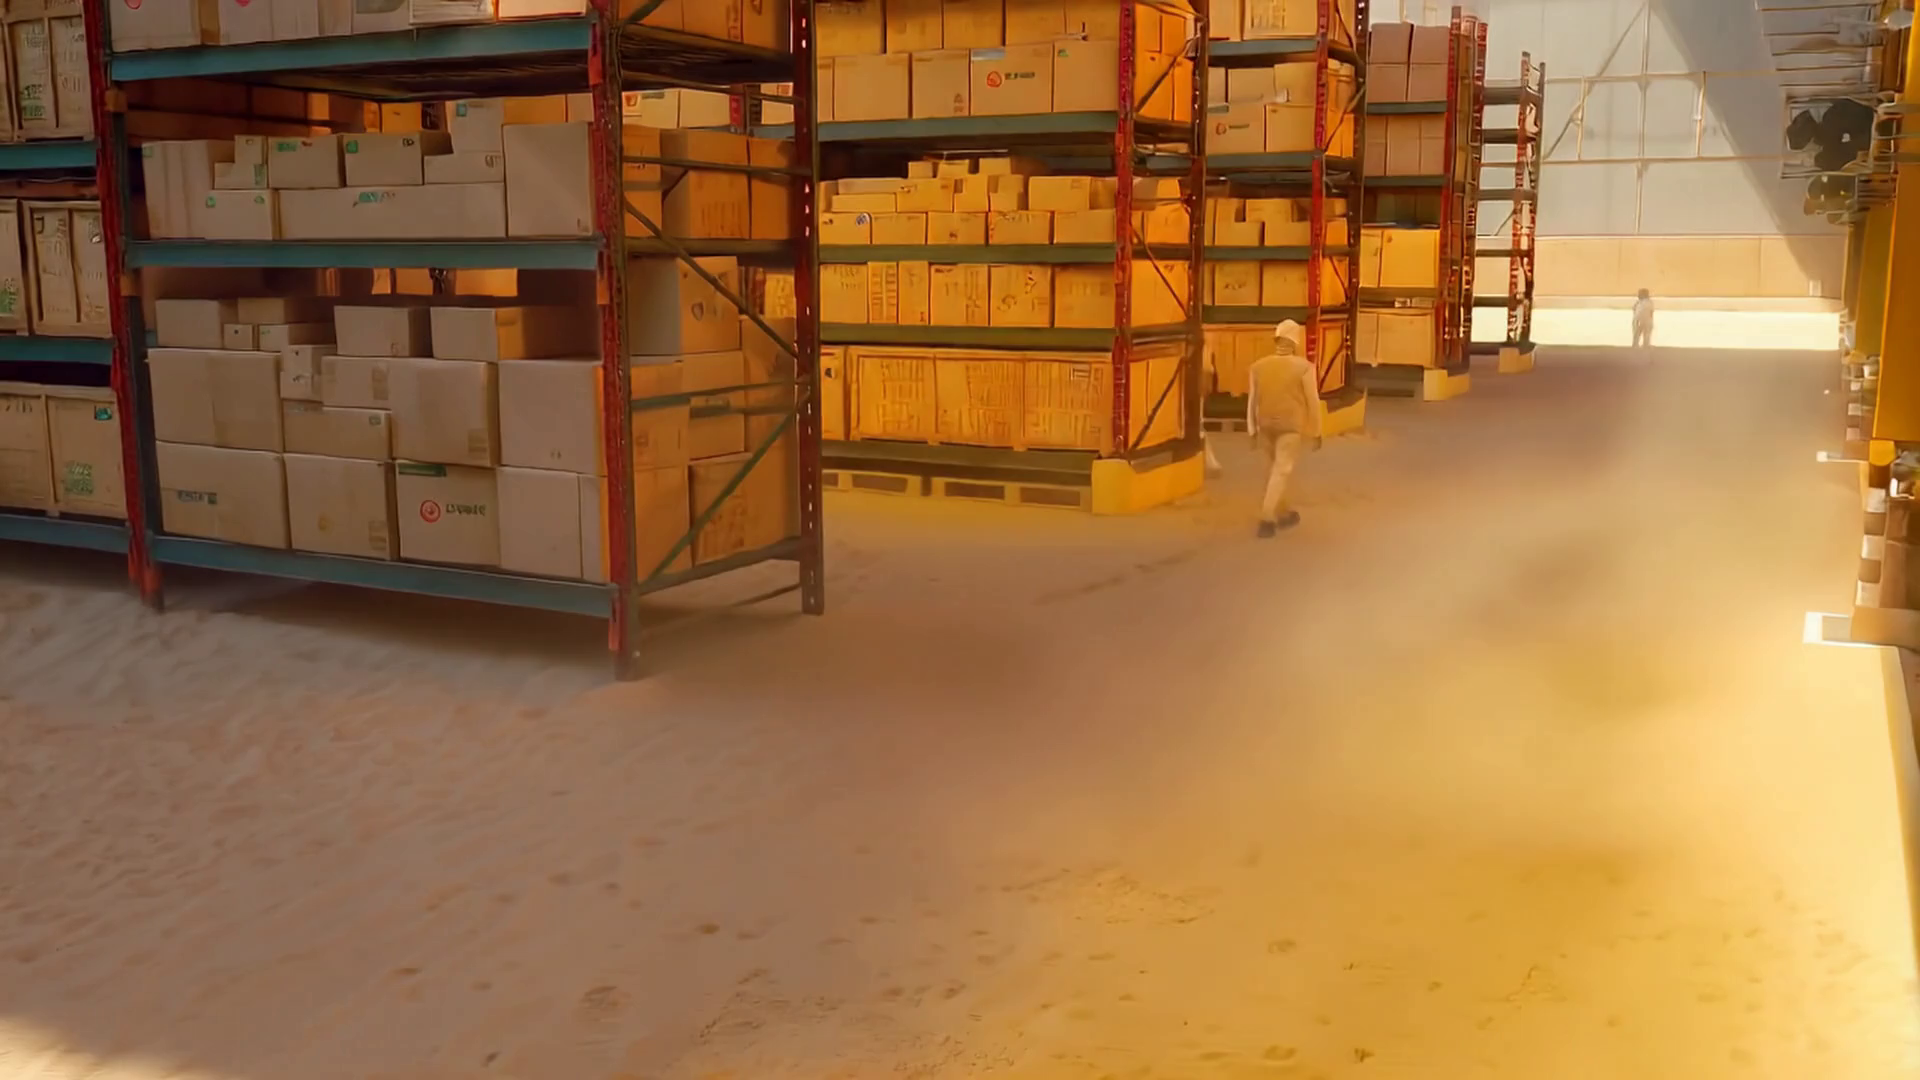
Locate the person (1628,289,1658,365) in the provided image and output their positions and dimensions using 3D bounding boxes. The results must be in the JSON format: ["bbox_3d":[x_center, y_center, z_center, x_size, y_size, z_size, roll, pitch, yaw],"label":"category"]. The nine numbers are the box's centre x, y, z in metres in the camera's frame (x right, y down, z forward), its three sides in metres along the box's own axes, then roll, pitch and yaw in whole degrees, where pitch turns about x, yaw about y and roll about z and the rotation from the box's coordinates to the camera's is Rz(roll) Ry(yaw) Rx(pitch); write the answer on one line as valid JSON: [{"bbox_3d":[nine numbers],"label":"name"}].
[{"bbox_3d":[14.291,-4.448,34.730,0.781,1.593,0.552,-7,12,-34],"label":"person"}]

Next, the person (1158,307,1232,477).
[{"bbox_3d":[2.460,-1.566,17.516,0.938,1.792,0.647,8,13,40],"label":"person"}]

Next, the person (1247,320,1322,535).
[{"bbox_3d":[2.718,-0.945,13.914,0.602,1.784,0.954,7,12,36],"label":"person"}]

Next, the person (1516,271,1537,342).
[{"bbox_3d":[12.622,-5.020,37.065,0.374,1.928,0.543,0,10,2],"label":"person"}]
